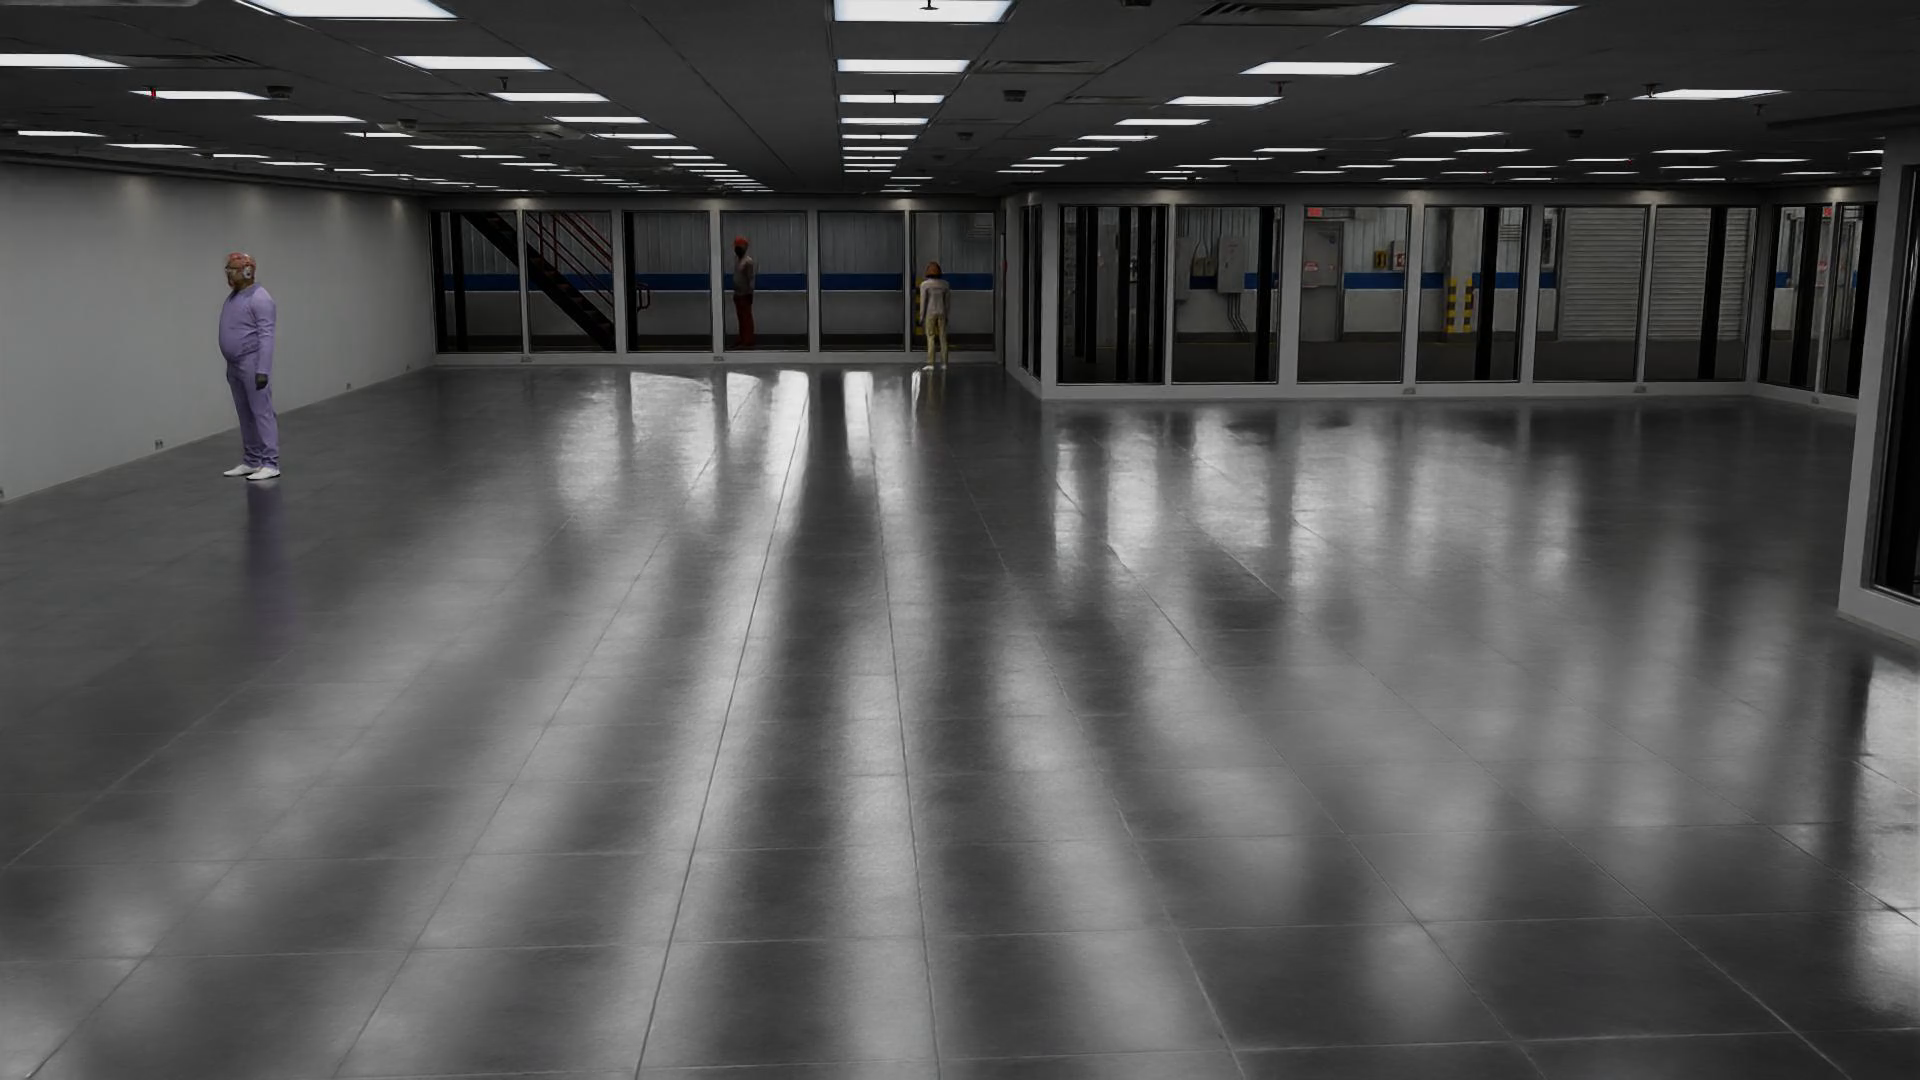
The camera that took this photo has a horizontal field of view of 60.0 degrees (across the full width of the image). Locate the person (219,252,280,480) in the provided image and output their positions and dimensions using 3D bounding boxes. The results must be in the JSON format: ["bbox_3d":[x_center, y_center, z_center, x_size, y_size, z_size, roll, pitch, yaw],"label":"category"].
[{"bbox_3d":[-6.043,-1.467,14.087,0.643,1.913,0.411,9,14,39],"label":"person"}]

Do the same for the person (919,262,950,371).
[{"bbox_3d":[-0.385,-3.369,25.086,0.499,1.634,0.285,-5,12,-27],"label":"person"}]
